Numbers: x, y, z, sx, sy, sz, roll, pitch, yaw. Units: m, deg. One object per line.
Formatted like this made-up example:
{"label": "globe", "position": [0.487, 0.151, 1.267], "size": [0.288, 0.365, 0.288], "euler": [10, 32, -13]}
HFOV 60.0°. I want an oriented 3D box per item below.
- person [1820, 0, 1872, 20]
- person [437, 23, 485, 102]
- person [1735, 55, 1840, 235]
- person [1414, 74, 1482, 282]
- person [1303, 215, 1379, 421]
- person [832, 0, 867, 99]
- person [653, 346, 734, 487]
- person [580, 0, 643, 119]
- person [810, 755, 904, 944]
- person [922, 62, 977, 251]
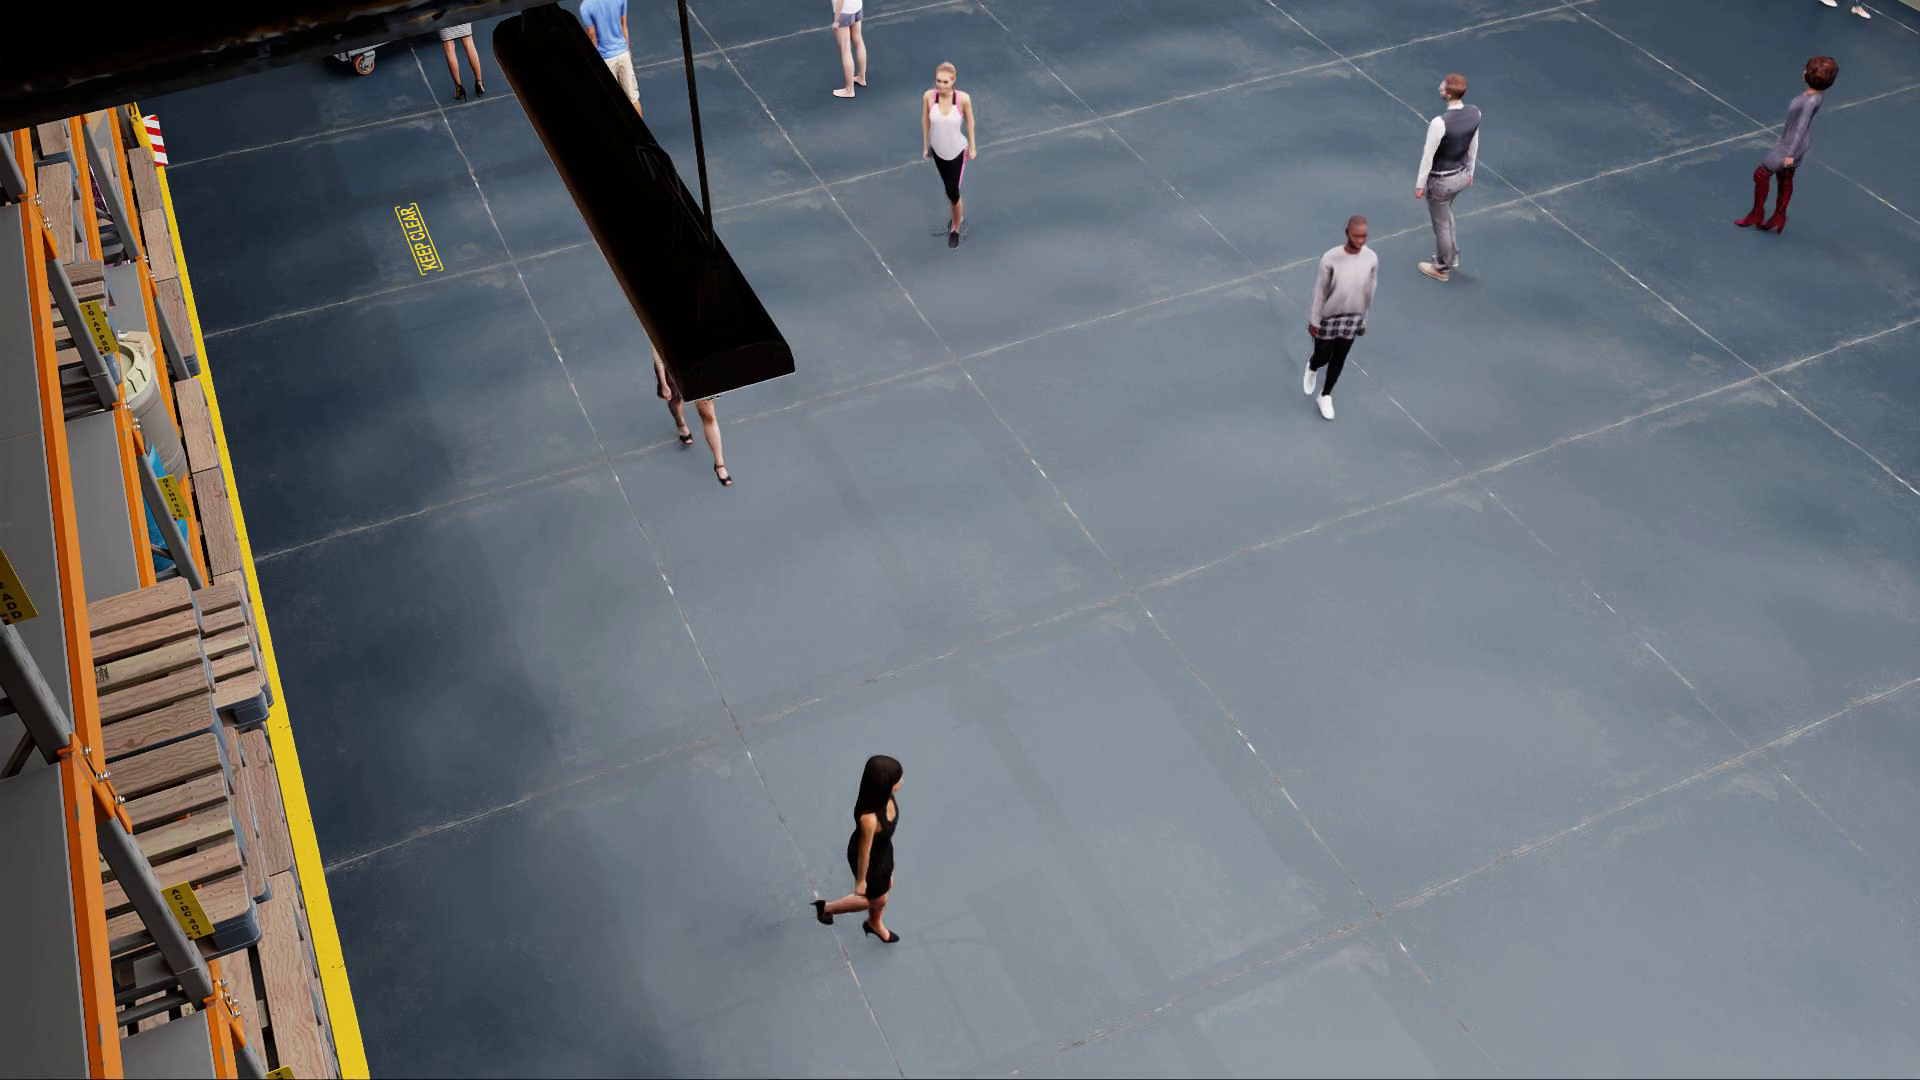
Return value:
{"label": "person", "position": [9.724, -6.537, 17.959], "size": [0.586, 1.685, 0.904], "euler": [-23, 48, -22]}
{"label": "person", "position": [-5.057, -5.241, 16.499], "size": [0.602, 1.823, 0.519], "euler": [-19, 47, -19]}
{"label": "person", "position": [7.437, -3.442, 14.702], "size": [0.780, 1.697, 0.736], "euler": [24, 48, 23]}
{"label": "person", "position": [4.189, -3.045, 14.130], "size": [0.730, 1.911, 0.688], "euler": [-18, 46, -18]}
{"label": "person", "position": [2.918, -1.786, 12.913], "size": [0.754, 1.767, 0.838], "euler": [-4, 44, -4]}
{"label": "person", "position": [-1.121, -5.292, 16.591], "size": [0.731, 1.769, 0.687], "euler": [21, 47, 20]}
{"label": "person", "position": [-2.118, -1.280, 12.417], "size": [0.741, 1.719, 1.185], "euler": [-25, 49, -24]}
{"label": "person", "position": [-3.314, -4.589, 15.787], "size": [0.714, 1.861, 0.663], "euler": [-32, 52, -29]}
{"label": "person", "position": [-0.581, 1.761, 9.292], "size": [0.893, 1.626, 0.865], "euler": [6, 44, 6]}
{"label": "person", "position": [-0.077, -3.459, 14.682], "size": [0.873, 1.748, 0.930], "euler": [15, 46, 15]}
